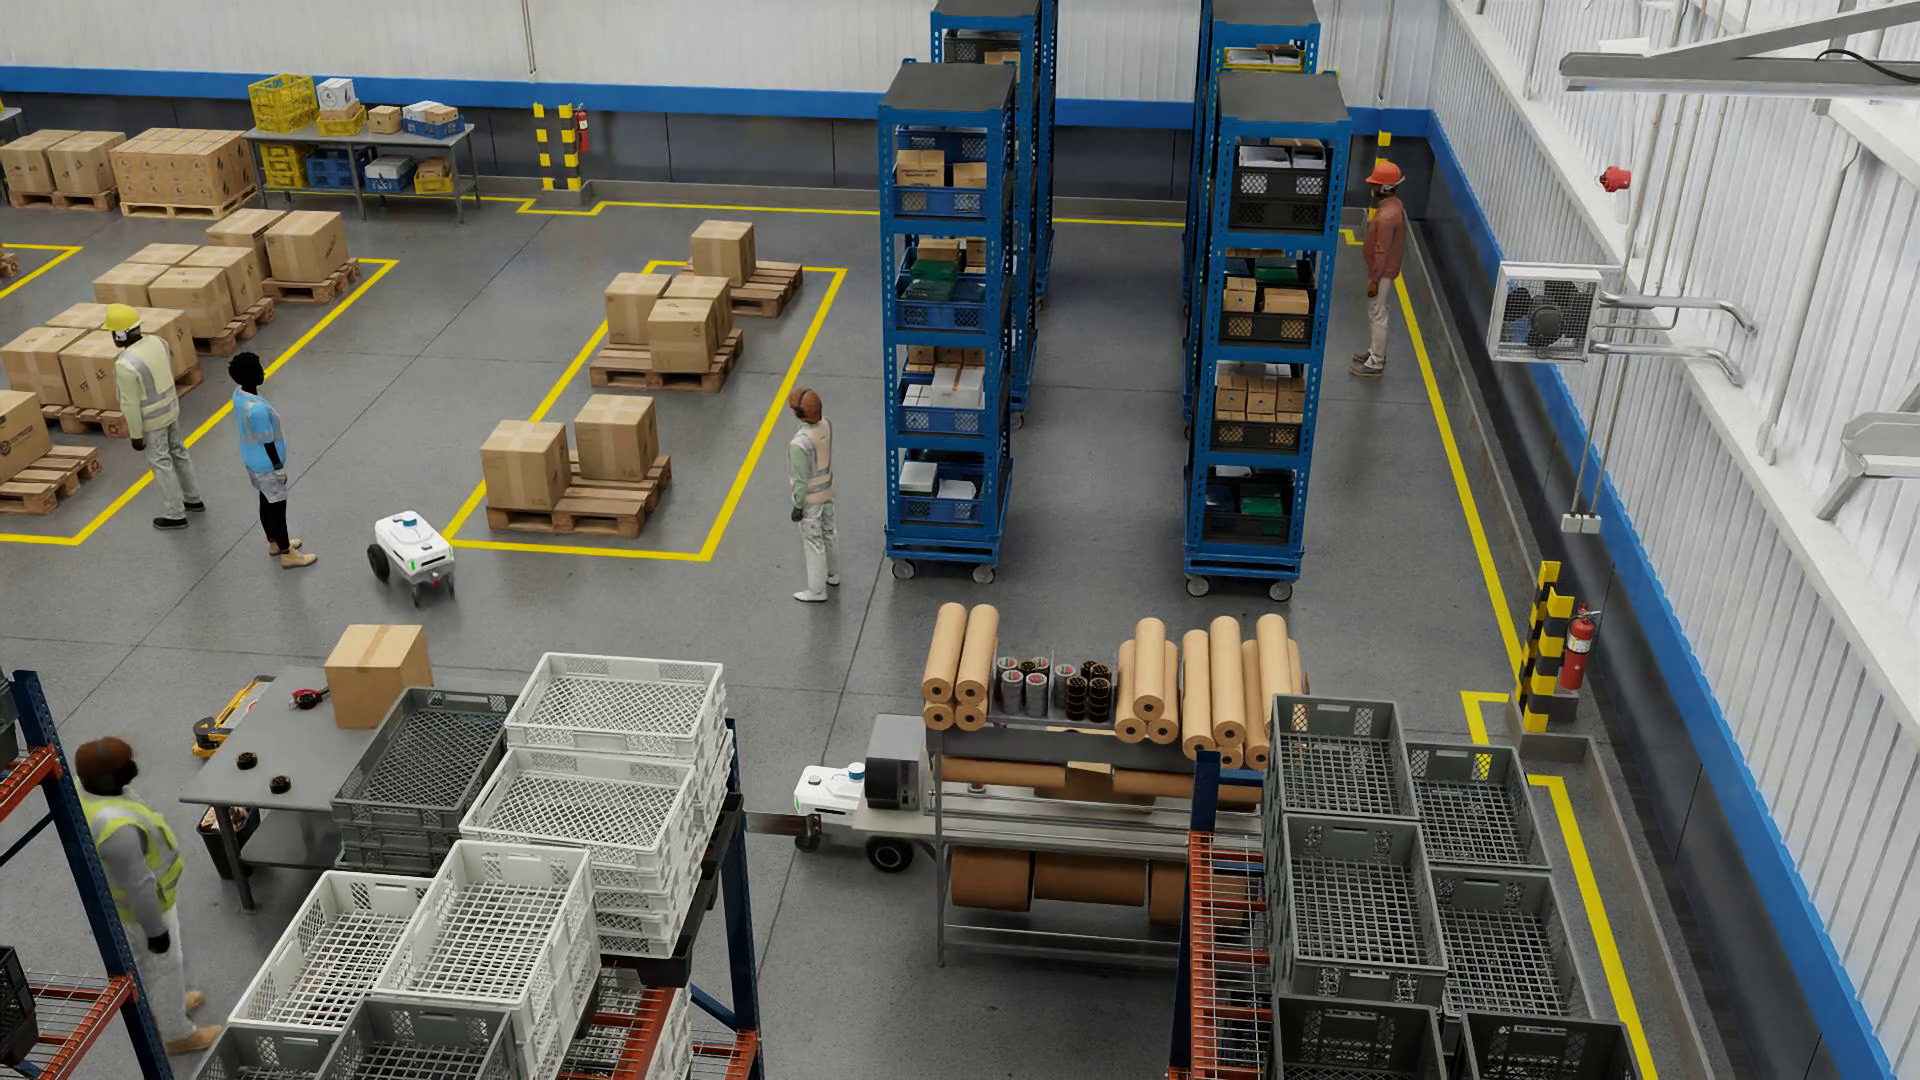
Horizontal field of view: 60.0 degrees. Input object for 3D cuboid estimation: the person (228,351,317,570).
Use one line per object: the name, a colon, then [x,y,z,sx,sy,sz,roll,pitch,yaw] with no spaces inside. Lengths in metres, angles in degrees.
person: [-5.105,-0.592,12.254,0.318,1.697,0.535,-22,37,-32]

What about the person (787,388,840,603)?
person: [-1.050,-0.321,11.846,0.310,1.638,0.523,11,32,19]

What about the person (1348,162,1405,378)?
person: [3.824,-2.482,15.225,0.409,1.986,0.618,9,31,15]

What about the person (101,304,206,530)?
person: [-6.197,-0.949,12.748,0.403,1.824,0.596,2,30,4]

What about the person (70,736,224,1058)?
person: [-4.008,1.723,8.139,0.429,1.840,0.647,-24,38,-35]

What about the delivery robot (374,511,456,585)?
delivery robot: [-4.006,0.040,12.207,0.477,0.478,0.707,-22,37,-33]

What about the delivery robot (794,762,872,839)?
delivery robot: [-0.594,1.514,9.676,0.707,0.478,0.477,6,31,10]
